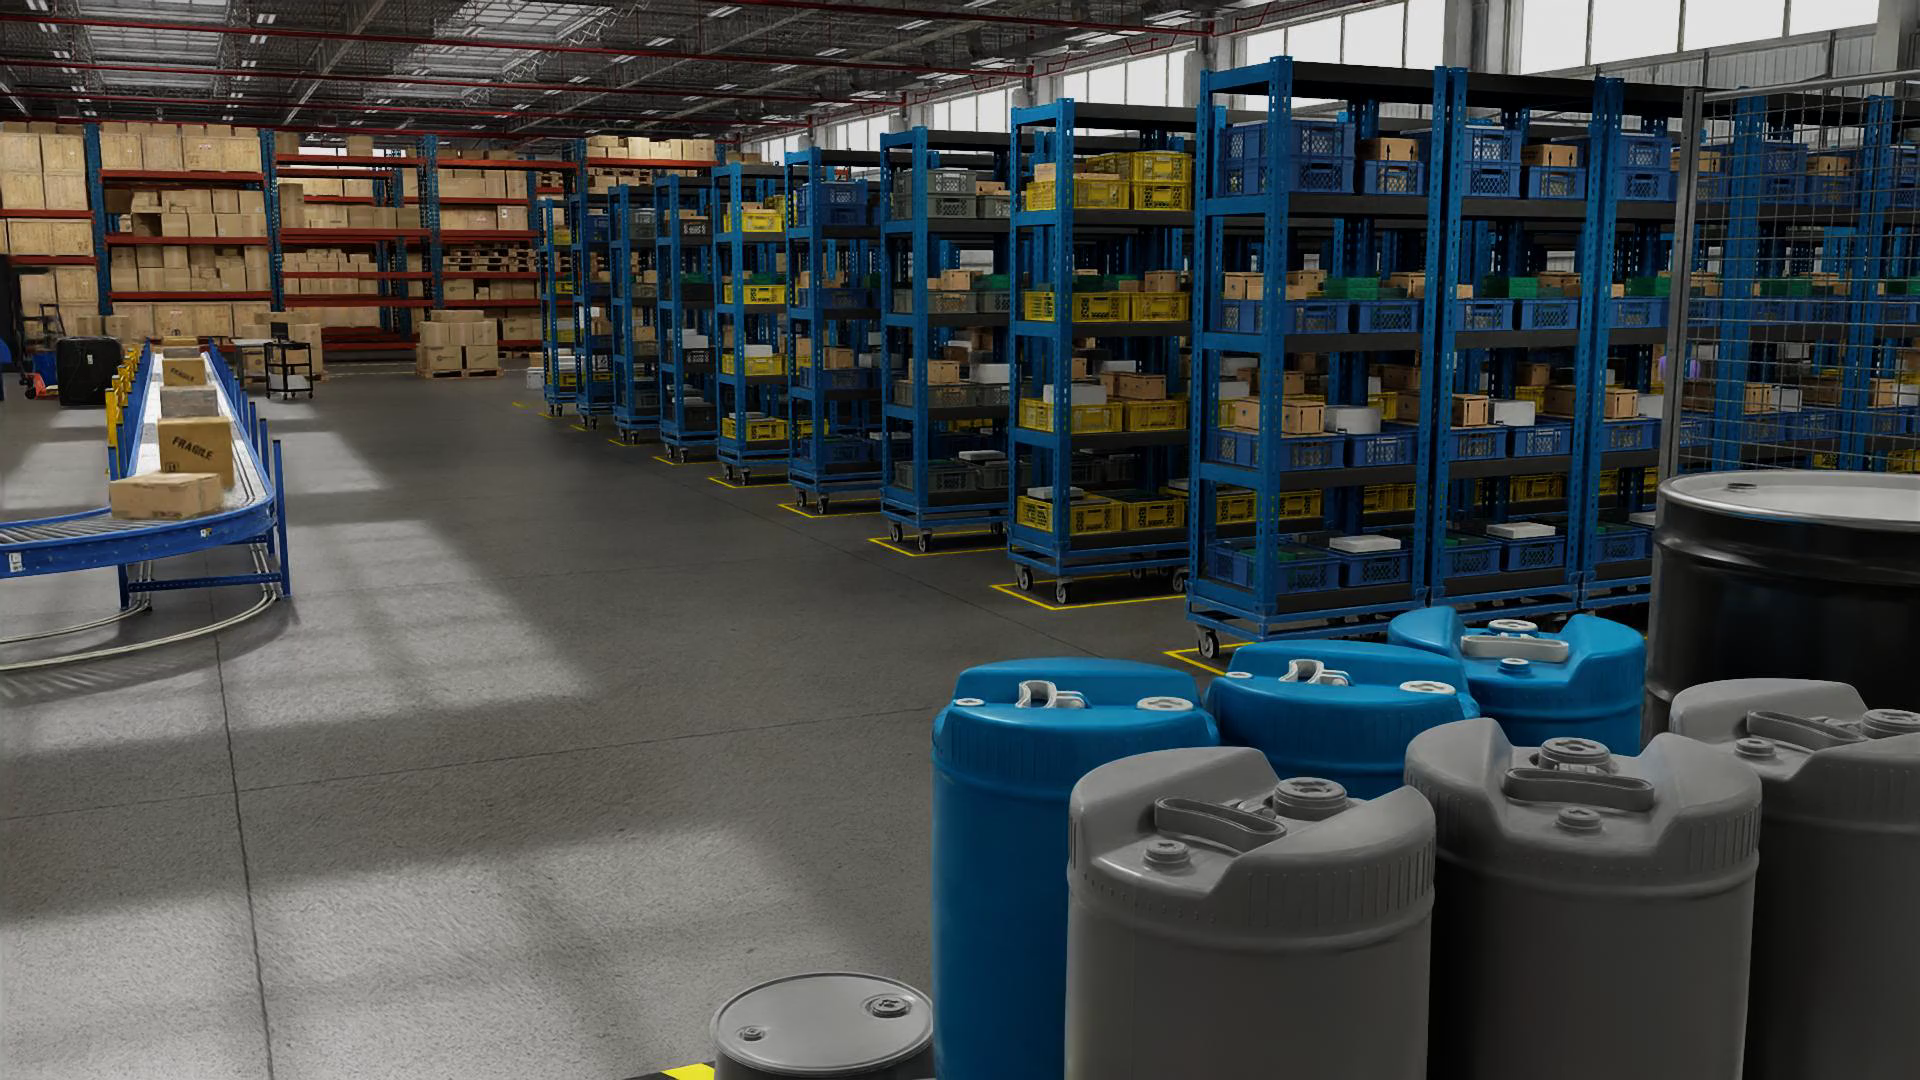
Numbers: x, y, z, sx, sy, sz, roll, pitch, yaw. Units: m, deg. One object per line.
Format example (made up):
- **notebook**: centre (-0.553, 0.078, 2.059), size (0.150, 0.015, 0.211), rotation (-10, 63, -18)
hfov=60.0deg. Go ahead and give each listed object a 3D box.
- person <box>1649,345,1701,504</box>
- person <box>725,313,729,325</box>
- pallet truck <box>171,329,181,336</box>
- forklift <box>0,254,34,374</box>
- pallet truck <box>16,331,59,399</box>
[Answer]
- **person**: centre (7.220, -1.217, 16.838), size (0.565, 1.846, 0.390), rotation (-4, 10, -24)
- **person**: centre (-4.633, -4.078, 34.304), size (0.614, 1.950, 1.028), rotation (-6, 11, -34)
- **pallet truck**: centre (-17.275, -3.851, 35.096), size (1.601, 1.201, 0.680), rotation (0, 9, 1)
- **forklift**: centre (-22.318, -5.268, 38.771), size (1.873, 2.768, 1.129), rotation (-4, 10, -25)
- **pallet truck**: centre (-17.082, -3.353, 31.781), size (1.630, 1.274, 0.653), rotation (-4, 10, -25)
